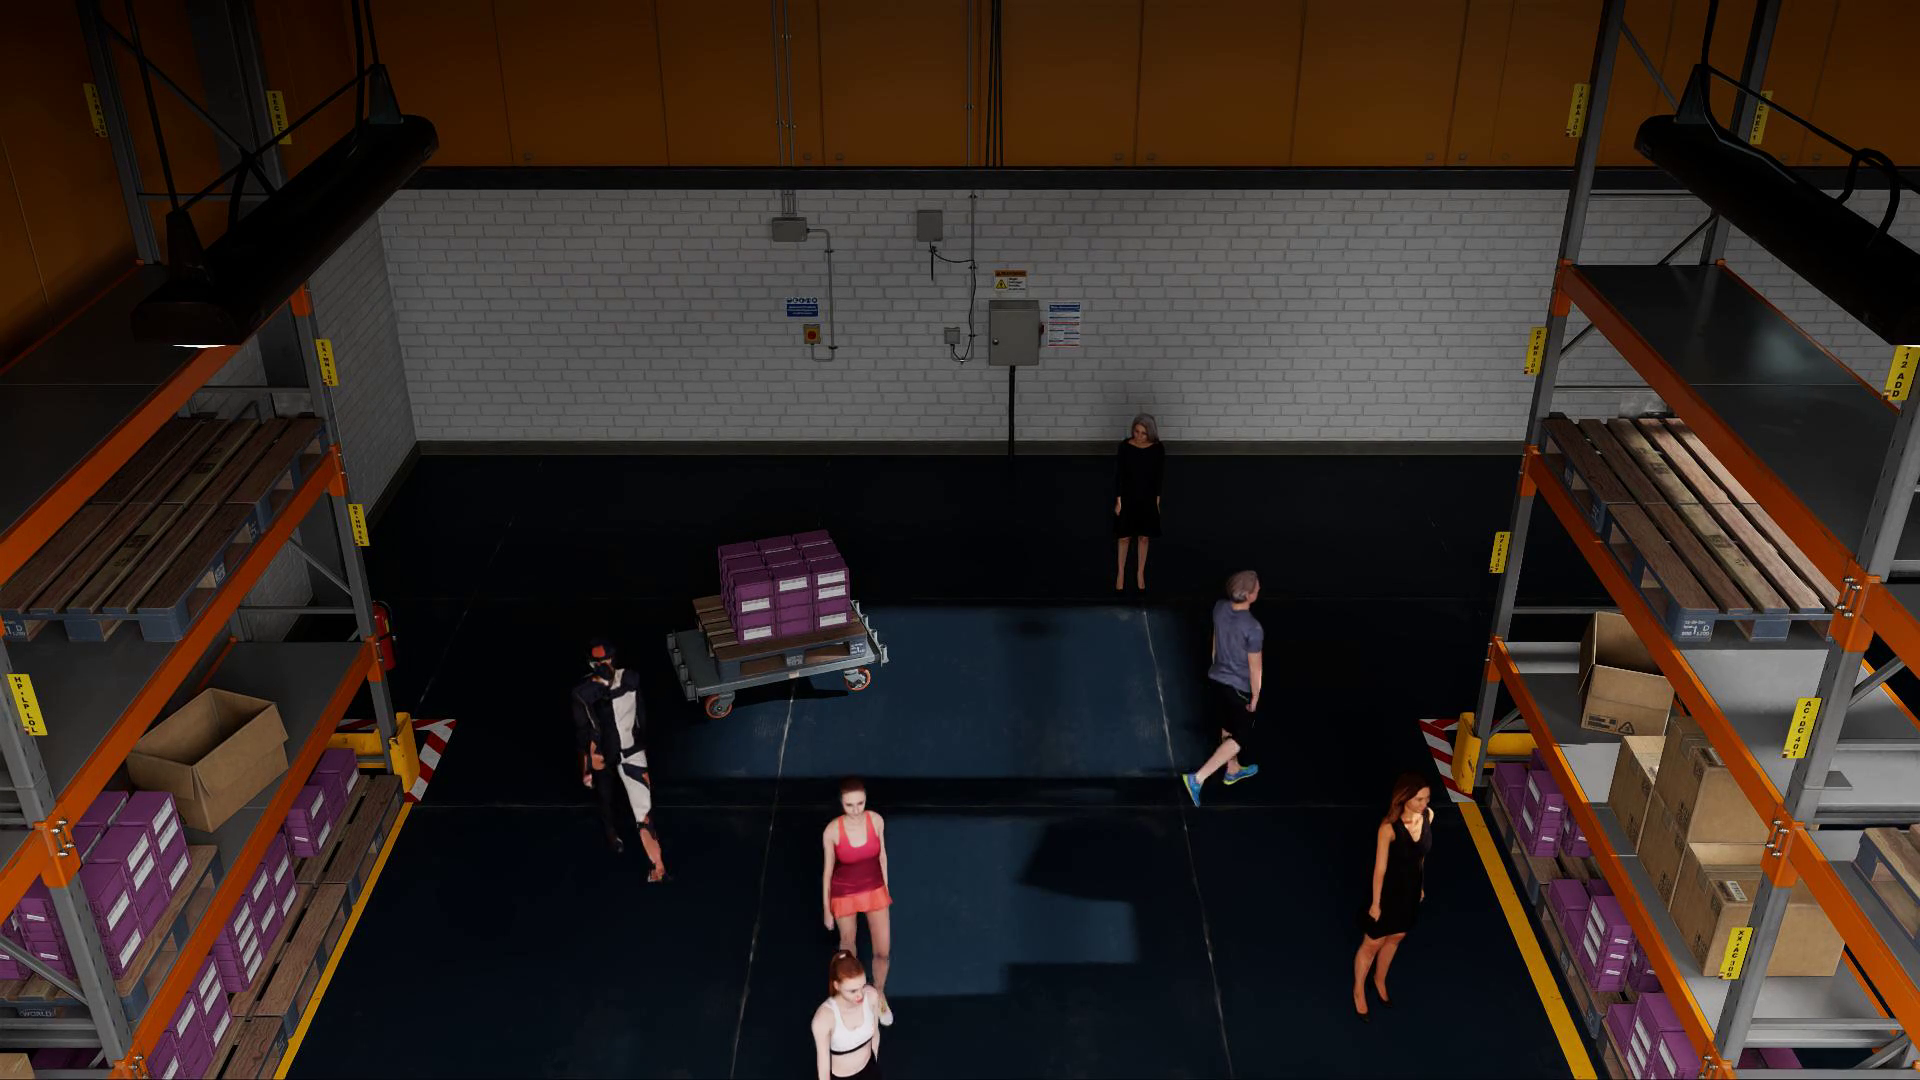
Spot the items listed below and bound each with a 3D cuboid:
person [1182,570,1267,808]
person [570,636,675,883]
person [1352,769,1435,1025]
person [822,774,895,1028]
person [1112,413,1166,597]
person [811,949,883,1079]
[{"bbox_3d":[1.906,1.071,11.928,1.040,1.869,1.096,-16,32,-26],"label":"person"},{"bbox_3d":[-2.386,1.416,11.324,1.057,1.842,1.286,-15,32,-25],"label":"person"},{"bbox_3d":[2.611,2.140,10.005,0.665,1.835,0.686,-16,33,-27],"label":"person"},{"bbox_3d":[-0.642,2.111,10.161,0.710,1.735,0.819,-8,30,-15],"label":"person"},{"bbox_3d":[1.562,-0.314,14.595,0.594,1.747,0.556,1,29,2],"label":"person"},{"bbox_3d":[-0.660,2.855,8.853,1.071,1.683,1.291,-18,33,-30],"label":"person"}]
